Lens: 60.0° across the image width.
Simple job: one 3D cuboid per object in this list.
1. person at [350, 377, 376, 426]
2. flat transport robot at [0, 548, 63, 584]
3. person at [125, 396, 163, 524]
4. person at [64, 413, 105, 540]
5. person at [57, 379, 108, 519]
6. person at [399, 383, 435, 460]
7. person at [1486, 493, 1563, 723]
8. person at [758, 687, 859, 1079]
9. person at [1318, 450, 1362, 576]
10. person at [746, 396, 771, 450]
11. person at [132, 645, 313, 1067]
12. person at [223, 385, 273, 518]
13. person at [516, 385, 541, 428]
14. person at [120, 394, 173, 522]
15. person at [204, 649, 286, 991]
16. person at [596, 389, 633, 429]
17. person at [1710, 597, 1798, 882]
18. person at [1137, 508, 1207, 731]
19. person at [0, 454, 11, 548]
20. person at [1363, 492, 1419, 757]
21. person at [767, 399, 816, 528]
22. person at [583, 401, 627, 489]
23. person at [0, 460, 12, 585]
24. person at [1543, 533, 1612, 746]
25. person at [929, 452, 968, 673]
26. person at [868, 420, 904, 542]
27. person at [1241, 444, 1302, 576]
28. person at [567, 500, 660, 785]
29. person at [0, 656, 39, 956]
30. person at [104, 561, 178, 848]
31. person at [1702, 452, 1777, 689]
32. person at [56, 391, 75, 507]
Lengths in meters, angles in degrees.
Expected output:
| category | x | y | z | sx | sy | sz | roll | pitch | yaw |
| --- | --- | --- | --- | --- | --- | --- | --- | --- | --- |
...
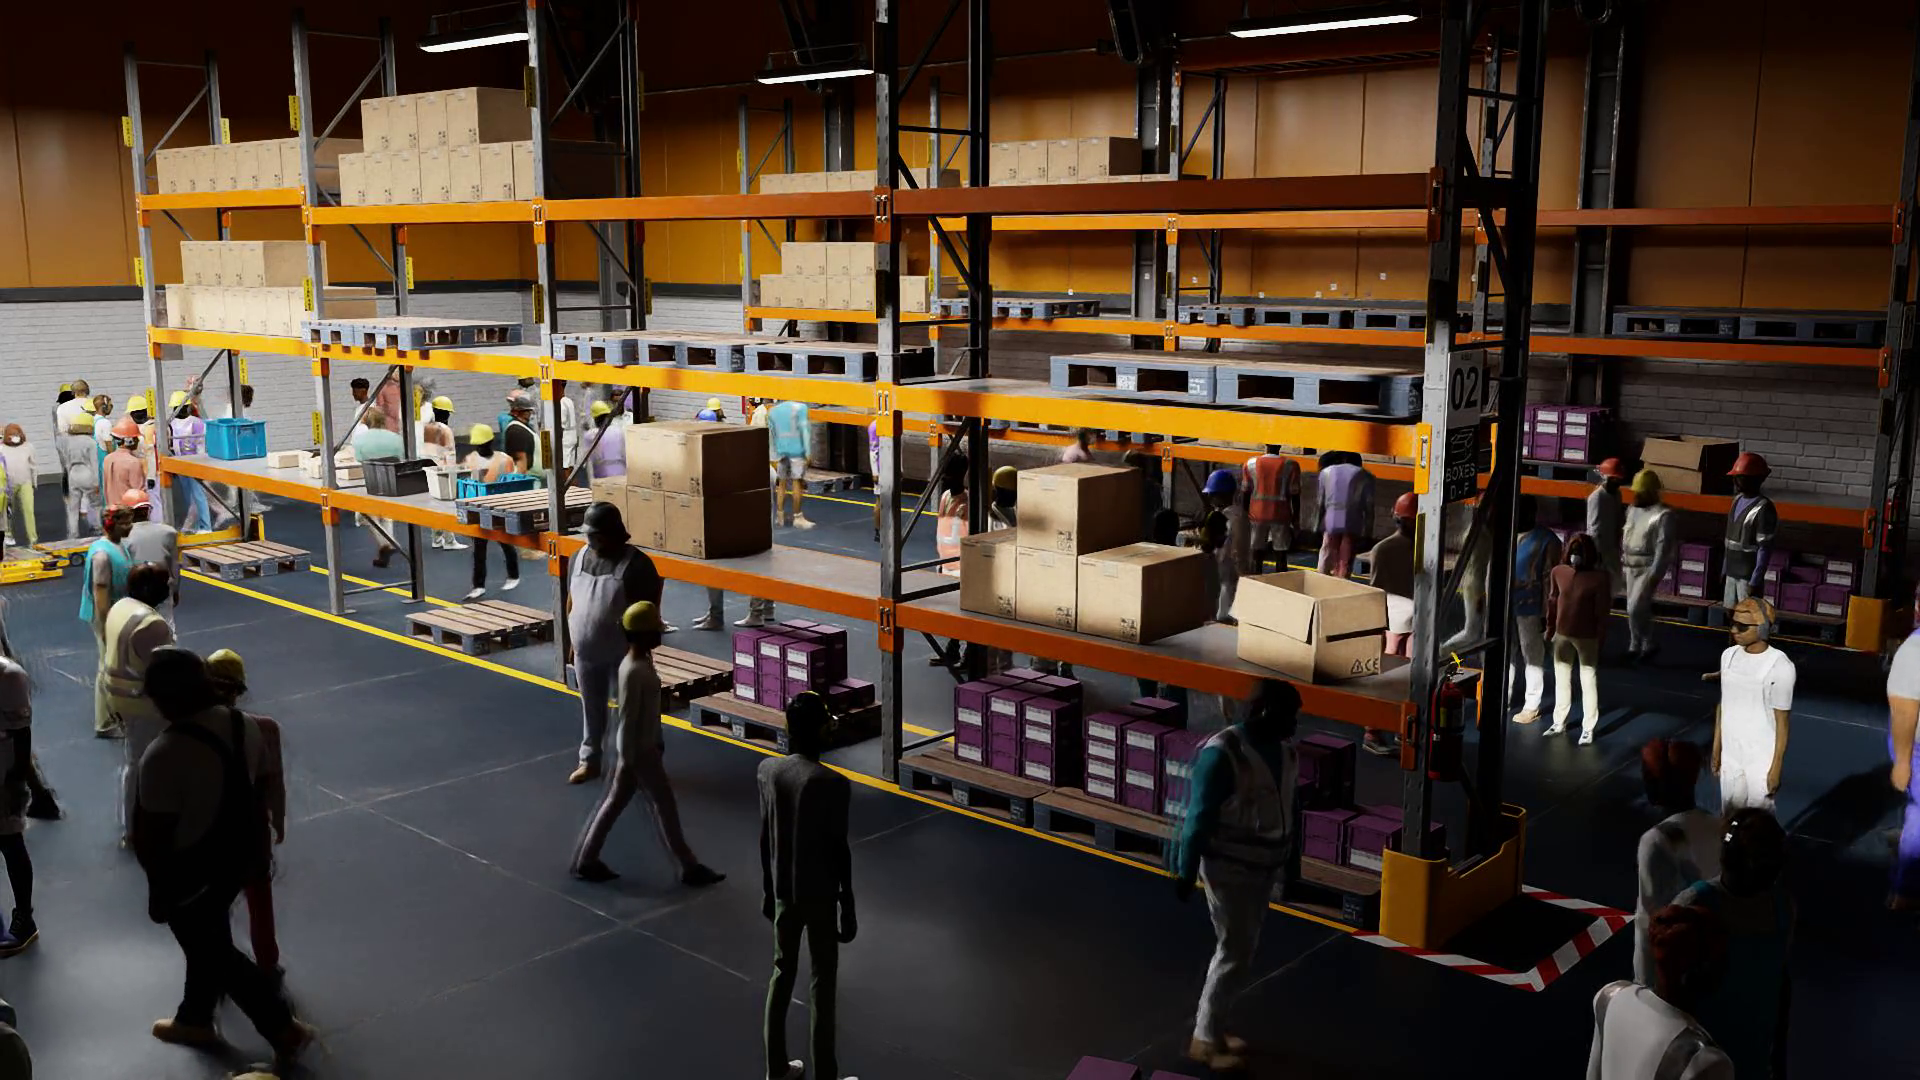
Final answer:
| category | x | y | z | sx | sy | sz | roll | pitch | yaw |
| --- | --- | --- | --- | --- | --- | --- | --- | --- | --- |
| person | -8.300 | -1.302 | 23.309 | 0.376 | 1.958 | 0.608 | -7 | 12 | -35 |
| flat transport robot | -10.942 | 0.275 | 19.138 | 1.431 | 0.197 | 0.652 | 9 | 14 | 42 |
| person | -10.196 | -0.853 | 20.876 | 0.402 | 1.917 | 0.592 | -7 | 12 | -33 |
| person | -10.910 | -0.734 | 20.786 | 0.533 | 1.704 | 0.796 | 2 | 10 | 9 |
| person | -12.158 | -1.264 | 23.129 | 0.633 | 1.936 | 0.353 | -6 | 12 | -32 |
| person | -7.325 | -1.174 | 22.640 | 0.630 | 1.933 | 0.362 | 2 | 10 | 12 |
| person | 4.453 | 0.537 | 13.259 | 0.430 | 1.836 | 0.619 | -8 | 13 | -39 |
| person | -0.674 | 1.571 | 7.341 | 0.506 | 1.861 | 0.330 | 6 | 12 | 31 |
| person | 3.999 | -0.284 | 17.448 | 0.608 | 1.989 | 0.387 | -7 | 12 | -36 |
| person | -2.956 | -1.385 | 24.379 | 0.355 | 1.739 | 0.573 | -2 | 10 | -10 |
| person | -3.409 | 1.427 | 7.625 | 0.942 | 2.000 | 0.686 | 2 | 10 | 13 |
| person | -9.966 | -1.245 | 23.210 | 0.786 | 1.868 | 0.689 | -8 | 13 | -39 |
| person | -7.442 | -2.099 | 28.704 | 0.314 | 1.636 | 0.516 | 8 | 13 | 38 |
| person | -10.747 | -1.013 | 21.978 | 0.643 | 1.860 | 0.938 | -6 | 12 | -32 |
| person | -3.699 | 1.422 | 8.459 | 0.518 | 1.757 | 0.341 | -3 | 10 | -17 |
| person | -4.480 | -1.030 | 21.858 | 0.587 | 1.920 | 0.391 | -5 | 11 | -27 |
| person | 4.434 | 1.223 | 9.368 | 0.356 | 1.842 | 0.514 | -3 | 11 | -18 |
| person | 1.472 | 0.715 | 11.995 | 0.587 | 1.920 | 0.392 | 5 | 11 | 26 |
| person | -11.467 | -0.502 | 19.695 | 0.527 | 1.628 | 0.313 | 3 | 11 | 19 |
| person | 3.297 | 0.620 | 12.354 | 0.615 | 1.984 | 0.408 | -5 | 11 | -28 |
| person | -2.236 | -1.153 | 22.395 | 0.763 | 1.994 | 0.393 | 6 | 11 | 29 |
| person | -4.339 | -0.760 | 20.424 | 0.612 | 1.874 | 0.922 | -5 | 11 | -26 |
| person | -10.843 | -0.347 | 18.627 | 0.318 | 1.697 | 0.533 | 1 | 10 | 5 |
| person | 4.690 | 0.745 | 12.654 | 0.290 | 1.629 | 0.499 | -8 | 13 | -39 |
| person | -0.025 | 0.196 | 14.790 | 0.368 | 1.967 | 0.600 | -6 | 12 | -29 |
| person | -0.914 | -0.915 | 21.204 | 0.392 | 1.925 | 0.548 | 8 | 13 | 39 |
| person | 3.225 | -0.238 | 17.243 | 0.616 | 1.964 | 0.361 | 4 | 11 | 19 |
| person | -2.465 | 0.721 | 11.617 | 0.676 | 2.000 | 0.536 | 3 | 10 | 17 |
| person | -5.238 | 1.242 | 8.882 | 0.607 | 1.966 | 0.367 | 2 | 10 | 10 |
| person | -5.065 | 1.027 | 10.515 | 0.642 | 1.817 | 0.625 | -8 | 13 | -38 |
| person | 6.648 | 0.274 | 14.136 | 0.370 | 2.044 | 0.608 | 0 | 10 | -2 |
| person | -12.965 | -1.329 | 24.204 | 0.320 | 1.694 | 0.537 | -7 | 12 | -36 |
